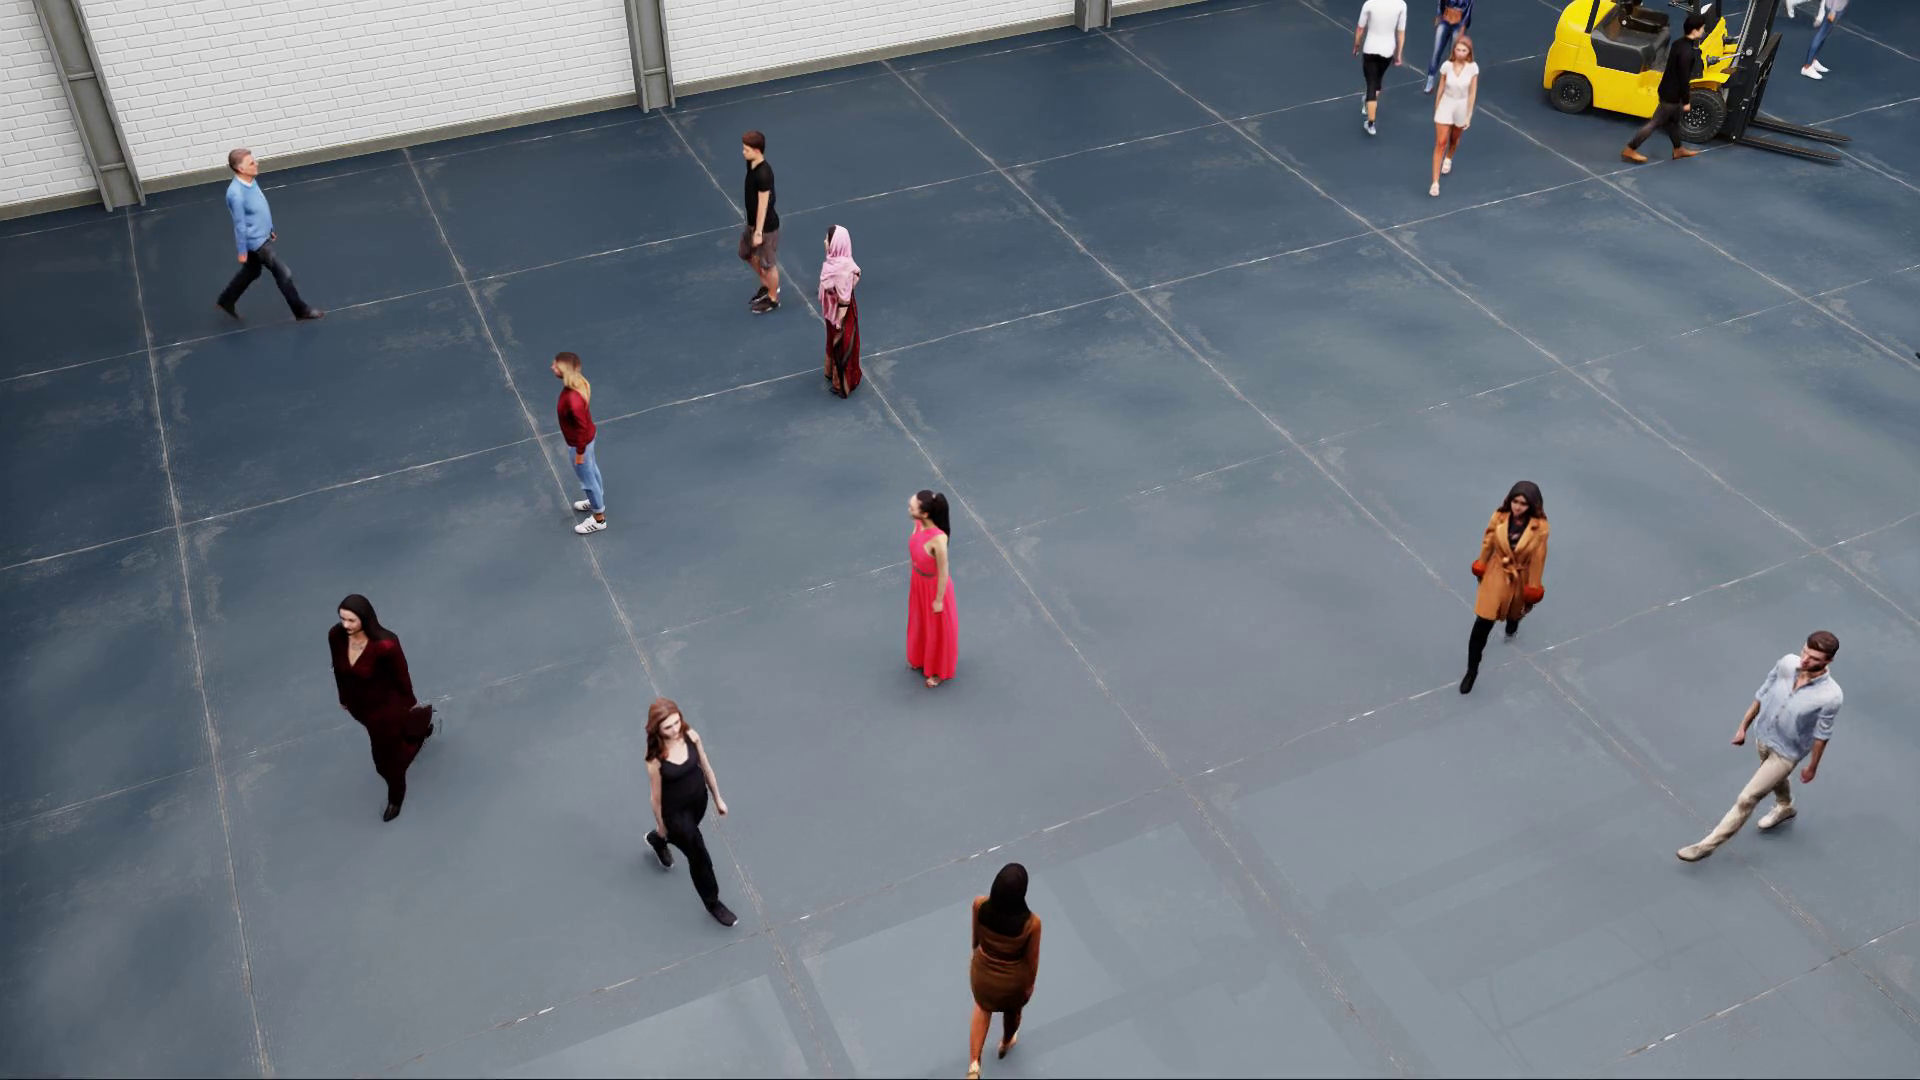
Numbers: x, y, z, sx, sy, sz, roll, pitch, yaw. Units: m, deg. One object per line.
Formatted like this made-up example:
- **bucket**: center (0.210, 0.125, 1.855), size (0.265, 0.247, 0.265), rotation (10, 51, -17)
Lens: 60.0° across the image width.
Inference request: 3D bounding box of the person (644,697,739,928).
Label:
- **person**: center (-1.750, 1.576, 10.197), size (0.991, 1.717, 1.122), rotation (25, 45, 28)

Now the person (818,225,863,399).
- **person**: center (-1.062, -2.066, 14.822), size (0.672, 1.637, 0.712), rotation (-8, 39, -10)

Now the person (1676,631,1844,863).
- **person**: center (5.248, 1.274, 10.508), size (1.248, 1.800, 0.719), rotation (-14, 41, -16)

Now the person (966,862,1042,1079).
- **person**: center (0.206, 2.444, 9.147), size (0.875, 1.671, 0.922), rotation (11, 40, 14)

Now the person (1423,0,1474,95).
- **person**: center (5.965, -6.186, 20.032), size (0.985, 1.573, 1.171), rotation (25, 45, 28)

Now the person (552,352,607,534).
- **person**: center (-3.021, -0.802, 13.241), size (0.625, 1.634, 0.663), rotation (-5, 39, -6)

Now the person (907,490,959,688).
- **person**: center (-0.202, 0.328, 11.753), size (0.561, 1.726, 0.608), rotation (-18, 42, -21)

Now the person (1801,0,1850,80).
- **person**: center (10.725, -6.560, 20.371), size (0.743, 1.734, 0.614), rotation (27, 46, 29)

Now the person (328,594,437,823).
- **person**: center (-3.780, 0.983, 10.932), size (1.094, 1.727, 1.165), rotation (14, 41, 16)

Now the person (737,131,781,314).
- **person**: center (-1.815, -3.038, 15.867), size (0.596, 1.852, 0.676), rotation (-17, 42, -20)

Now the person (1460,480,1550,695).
- **person**: center (3.920, 0.277, 11.841), size (1.079, 1.695, 1.215), rotation (19, 43, 23)

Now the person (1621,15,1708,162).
- **person**: center (7.799, -4.955, 18.401), size (1.184, 1.684, 1.066), rotation (8, 39, 10)

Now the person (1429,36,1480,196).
- **person**: center (5.380, -4.666, 18.066), size (1.110, 1.650, 1.101), rotation (10, 40, 12)

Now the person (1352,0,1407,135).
- **person**: center (4.802, -5.547, 19.037), size (1.109, 1.817, 1.017), rotation (0, 39, 0)

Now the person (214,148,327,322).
- **person**: center (-6.741, -2.815, 15.659), size (1.318, 1.763, 0.905), rotation (-5, 39, -7)
